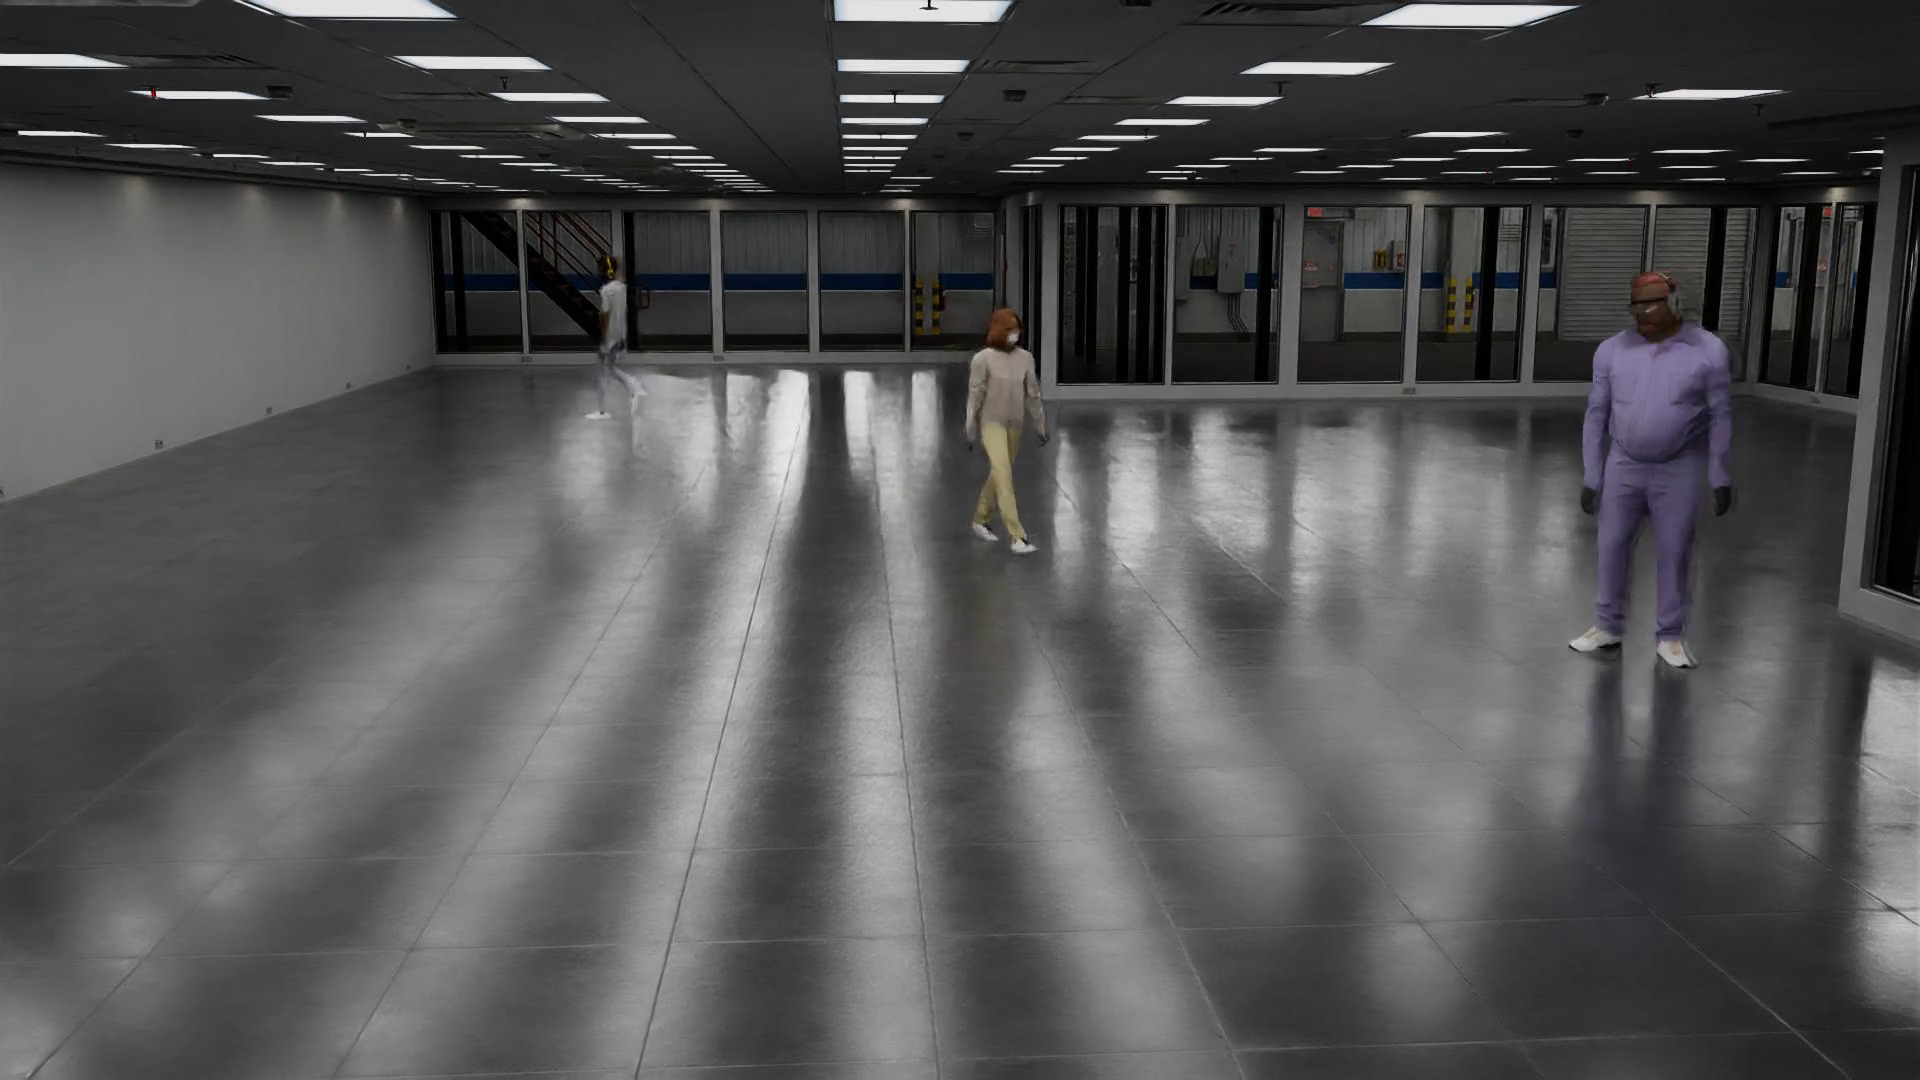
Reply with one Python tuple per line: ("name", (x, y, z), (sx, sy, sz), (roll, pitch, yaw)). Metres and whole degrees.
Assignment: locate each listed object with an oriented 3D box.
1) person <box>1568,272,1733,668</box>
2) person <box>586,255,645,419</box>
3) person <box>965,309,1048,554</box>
("person", (3.358, -0.333, 8.051), (0.706, 1.888, 0.393), (7, 13, 33))
("person", (-3.866, -2.235, 18.452), (0.632, 1.833, 0.553), (4, 11, 22))
("person", (0.279, -0.730, 10.978), (0.503, 1.591, 0.849), (-8, 13, -36))
